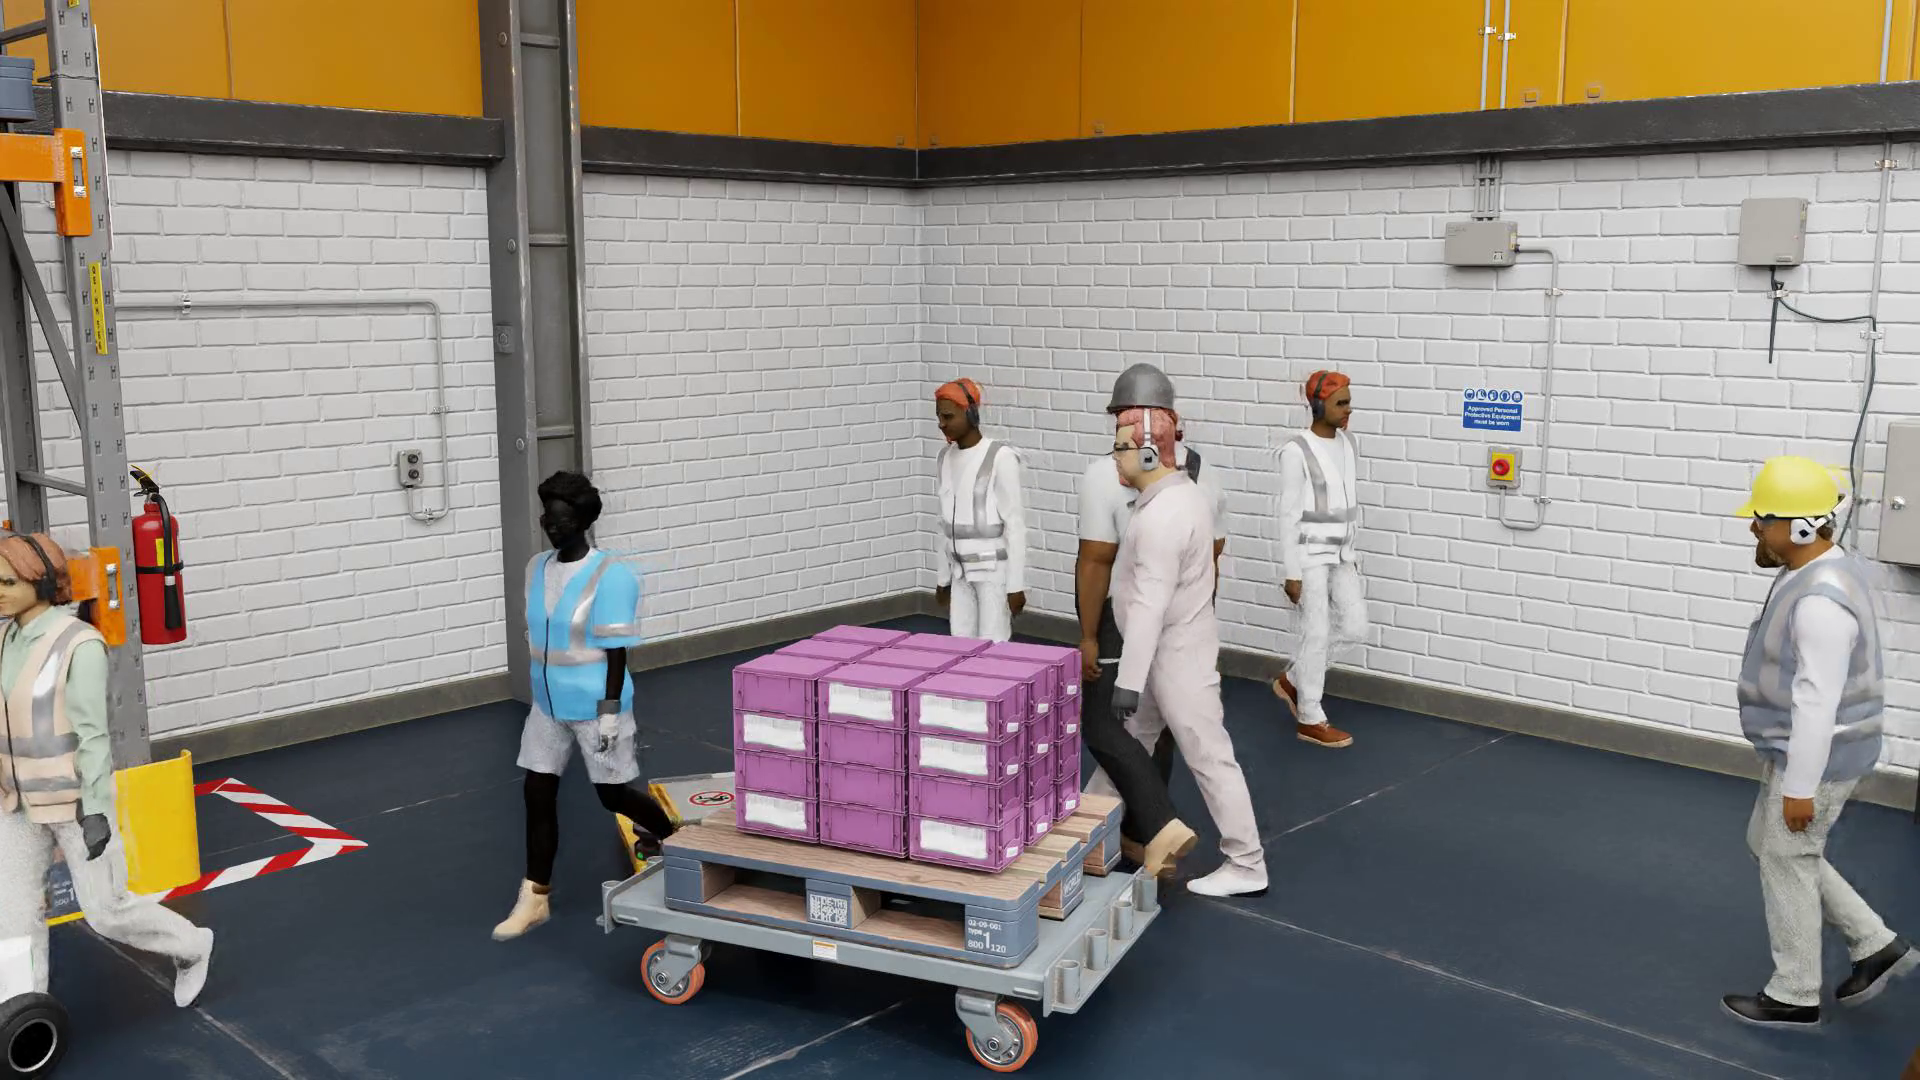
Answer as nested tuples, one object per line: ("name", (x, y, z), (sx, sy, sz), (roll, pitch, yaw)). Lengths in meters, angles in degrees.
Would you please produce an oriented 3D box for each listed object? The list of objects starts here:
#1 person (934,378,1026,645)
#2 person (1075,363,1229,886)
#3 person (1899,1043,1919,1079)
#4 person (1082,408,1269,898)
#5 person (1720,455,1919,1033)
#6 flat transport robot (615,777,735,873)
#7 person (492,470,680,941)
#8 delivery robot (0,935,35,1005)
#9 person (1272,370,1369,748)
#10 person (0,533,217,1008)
("person", (0.179, 0.154, 7.918), (0.703, 1.859, 0.615), (-6, 11, -34))
("person", (0.767, 0.307, 6.429), (0.722, 2.000, 0.764), (-7, 11, -35))
("person", (2.610, 0.754, 4.151), (0.956, 1.884, 0.553), (4, 10, 21))
("person", (0.710, 0.433, 6.259), (1.028, 1.846, 0.660), (2, 9, 10))
("person", (2.621, 0.638, 5.100), (0.547, 1.808, 0.630), (4, 10, 25))
("flat transport robot", (-0.660, 1.118, 6.868), (1.431, 0.197, 0.652), (-3, 10, -19))
("person", (-1.316, 0.564, 6.003), (0.542, 1.675, 0.743), (6, 11, 32))
("delivery robot", (-2.986, 1.293, 4.641), (0.477, 0.478, 0.707), (5, 10, 26))
("person", (1.783, 0.095, 8.241), (0.615, 1.871, 0.443), (-9, 13, -42))
("person", (-2.628, 0.760, 4.951), (0.514, 1.614, 0.725), (4, 10, 23))
